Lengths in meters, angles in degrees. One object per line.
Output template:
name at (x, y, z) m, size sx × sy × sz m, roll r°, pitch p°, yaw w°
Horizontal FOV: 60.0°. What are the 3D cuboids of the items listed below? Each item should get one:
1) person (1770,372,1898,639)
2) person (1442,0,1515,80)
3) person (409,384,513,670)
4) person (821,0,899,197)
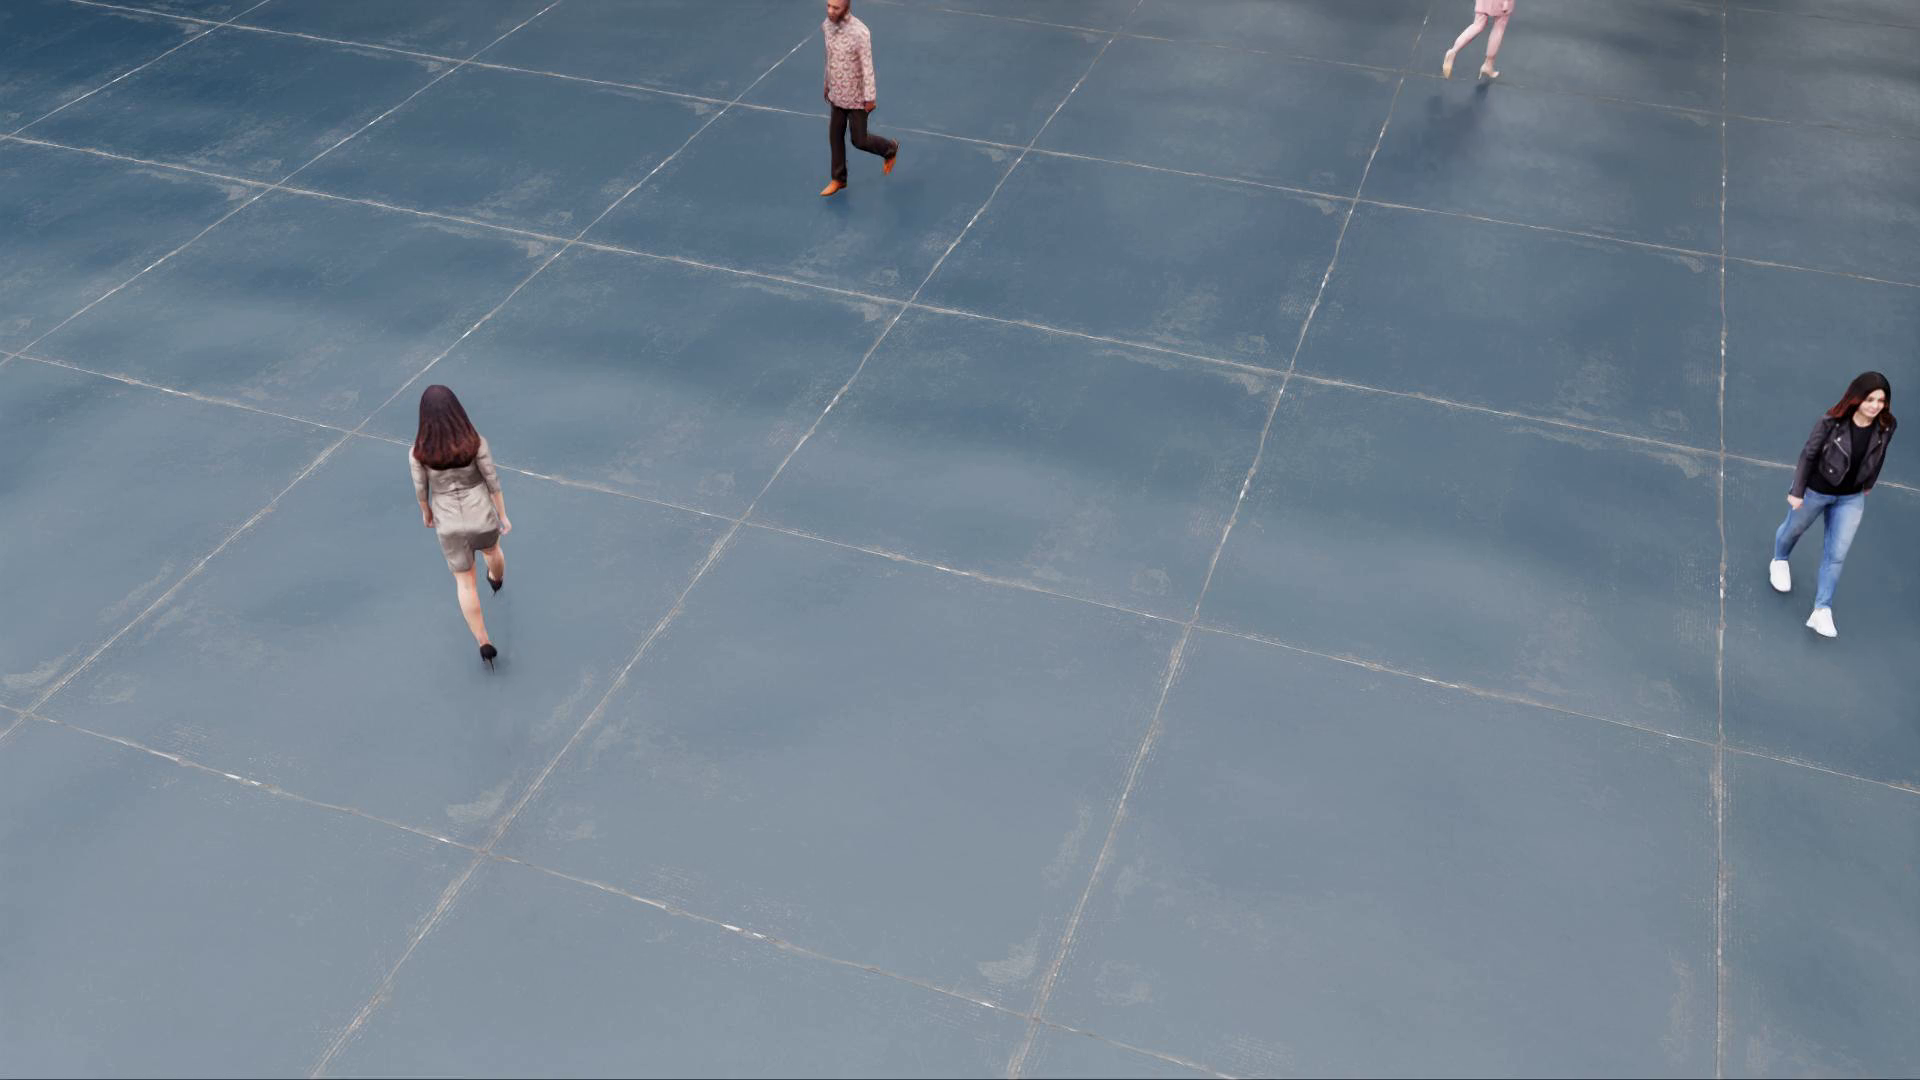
person at (5.069, -0.313, 9.757) m, size 0.786 × 1.605 × 1.087 m, roll 5°, pitch 38°, yaw 7°
person at (5.027, -5.201, 15.860) m, size 1.111 × 1.782 × 0.994 m, roll -21°, pitch 43°, yaw -24°
person at (-2.767, -0.031, 9.324) m, size 1.035 × 1.694 × 1.171 m, roll -10°, pitch 39°, yaw -13°
person at (-0.867, -3.804, 14.080) m, size 0.957 × 1.777 × 1.122 m, roll 31°, pitch 48°, yaw 33°
